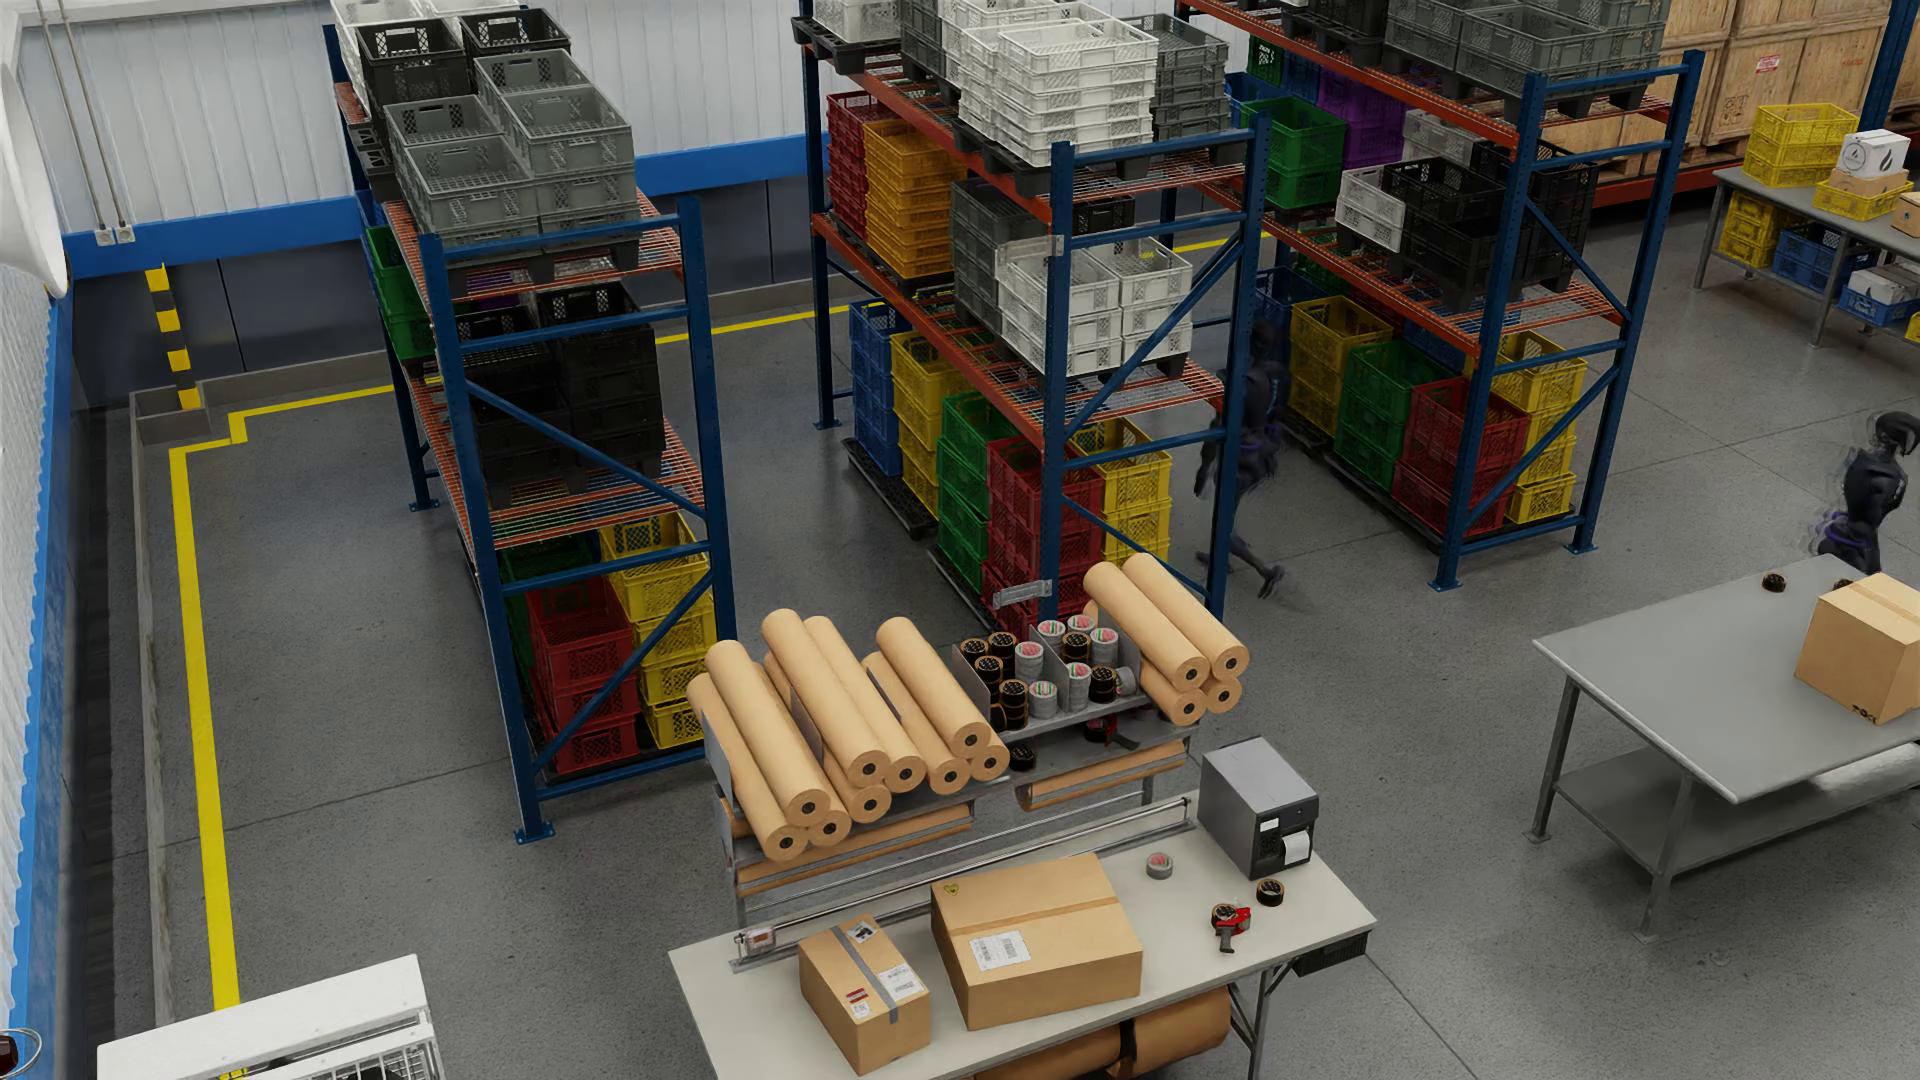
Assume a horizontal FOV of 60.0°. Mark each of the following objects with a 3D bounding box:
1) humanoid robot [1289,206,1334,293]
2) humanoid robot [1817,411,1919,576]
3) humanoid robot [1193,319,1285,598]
[{"bbox_3d":[2.761,-2.779,13.128,0.611,1.657,0.320,-1,32,-1],"label":"humanoid robot"},{"bbox_3d":[4.538,0.076,8.553,0.766,1.637,0.573,21,37,30],"label":"humanoid robot"},{"bbox_3d":[1.617,-0.457,9.382,0.607,1.627,0.607,25,40,35],"label":"humanoid robot"}]
